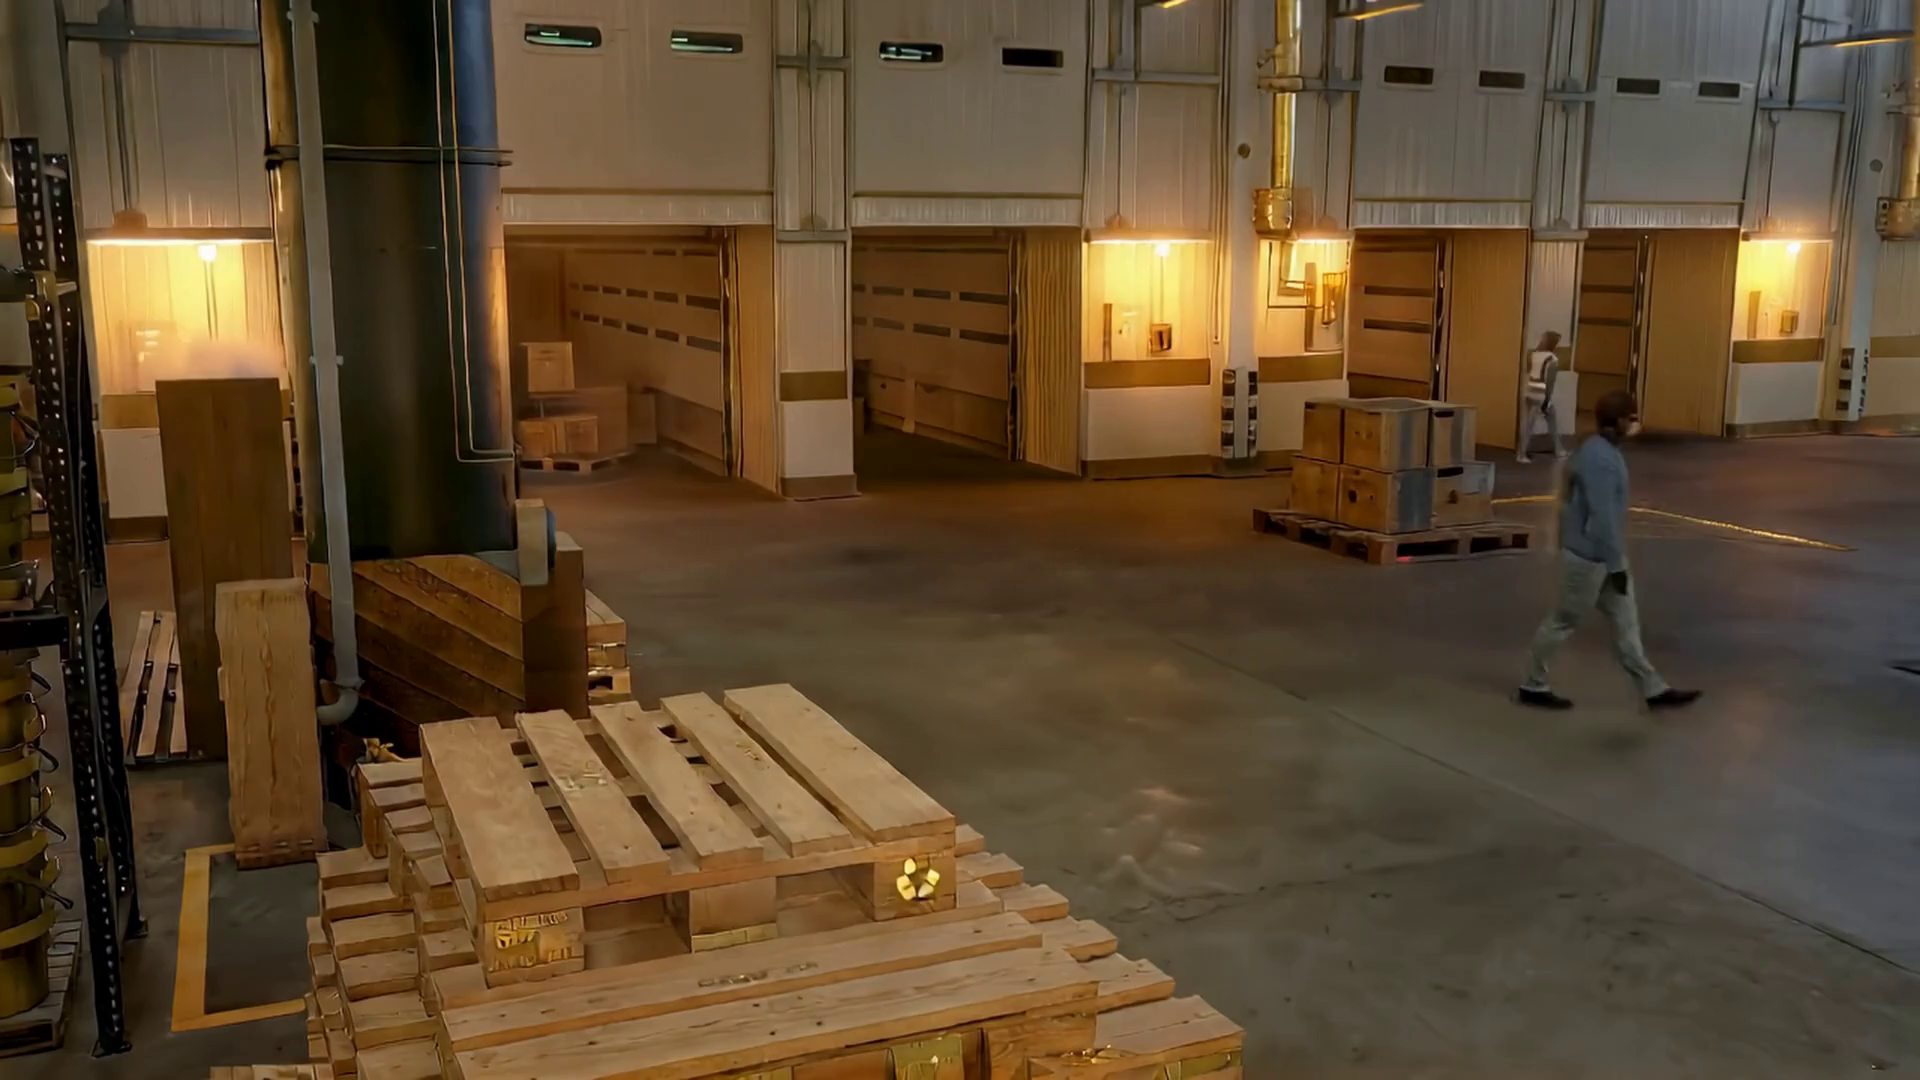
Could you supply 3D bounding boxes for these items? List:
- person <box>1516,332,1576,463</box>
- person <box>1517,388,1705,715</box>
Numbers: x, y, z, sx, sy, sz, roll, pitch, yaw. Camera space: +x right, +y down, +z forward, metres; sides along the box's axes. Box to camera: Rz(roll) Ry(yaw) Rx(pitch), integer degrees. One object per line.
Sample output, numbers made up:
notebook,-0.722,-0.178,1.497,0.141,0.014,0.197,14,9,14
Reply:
person,7.158,-1.727,20.249,0.825,1.598,0.516,-4,11,-19
person,3.707,0.090,9.428,1.035,1.879,0.647,5,12,27
